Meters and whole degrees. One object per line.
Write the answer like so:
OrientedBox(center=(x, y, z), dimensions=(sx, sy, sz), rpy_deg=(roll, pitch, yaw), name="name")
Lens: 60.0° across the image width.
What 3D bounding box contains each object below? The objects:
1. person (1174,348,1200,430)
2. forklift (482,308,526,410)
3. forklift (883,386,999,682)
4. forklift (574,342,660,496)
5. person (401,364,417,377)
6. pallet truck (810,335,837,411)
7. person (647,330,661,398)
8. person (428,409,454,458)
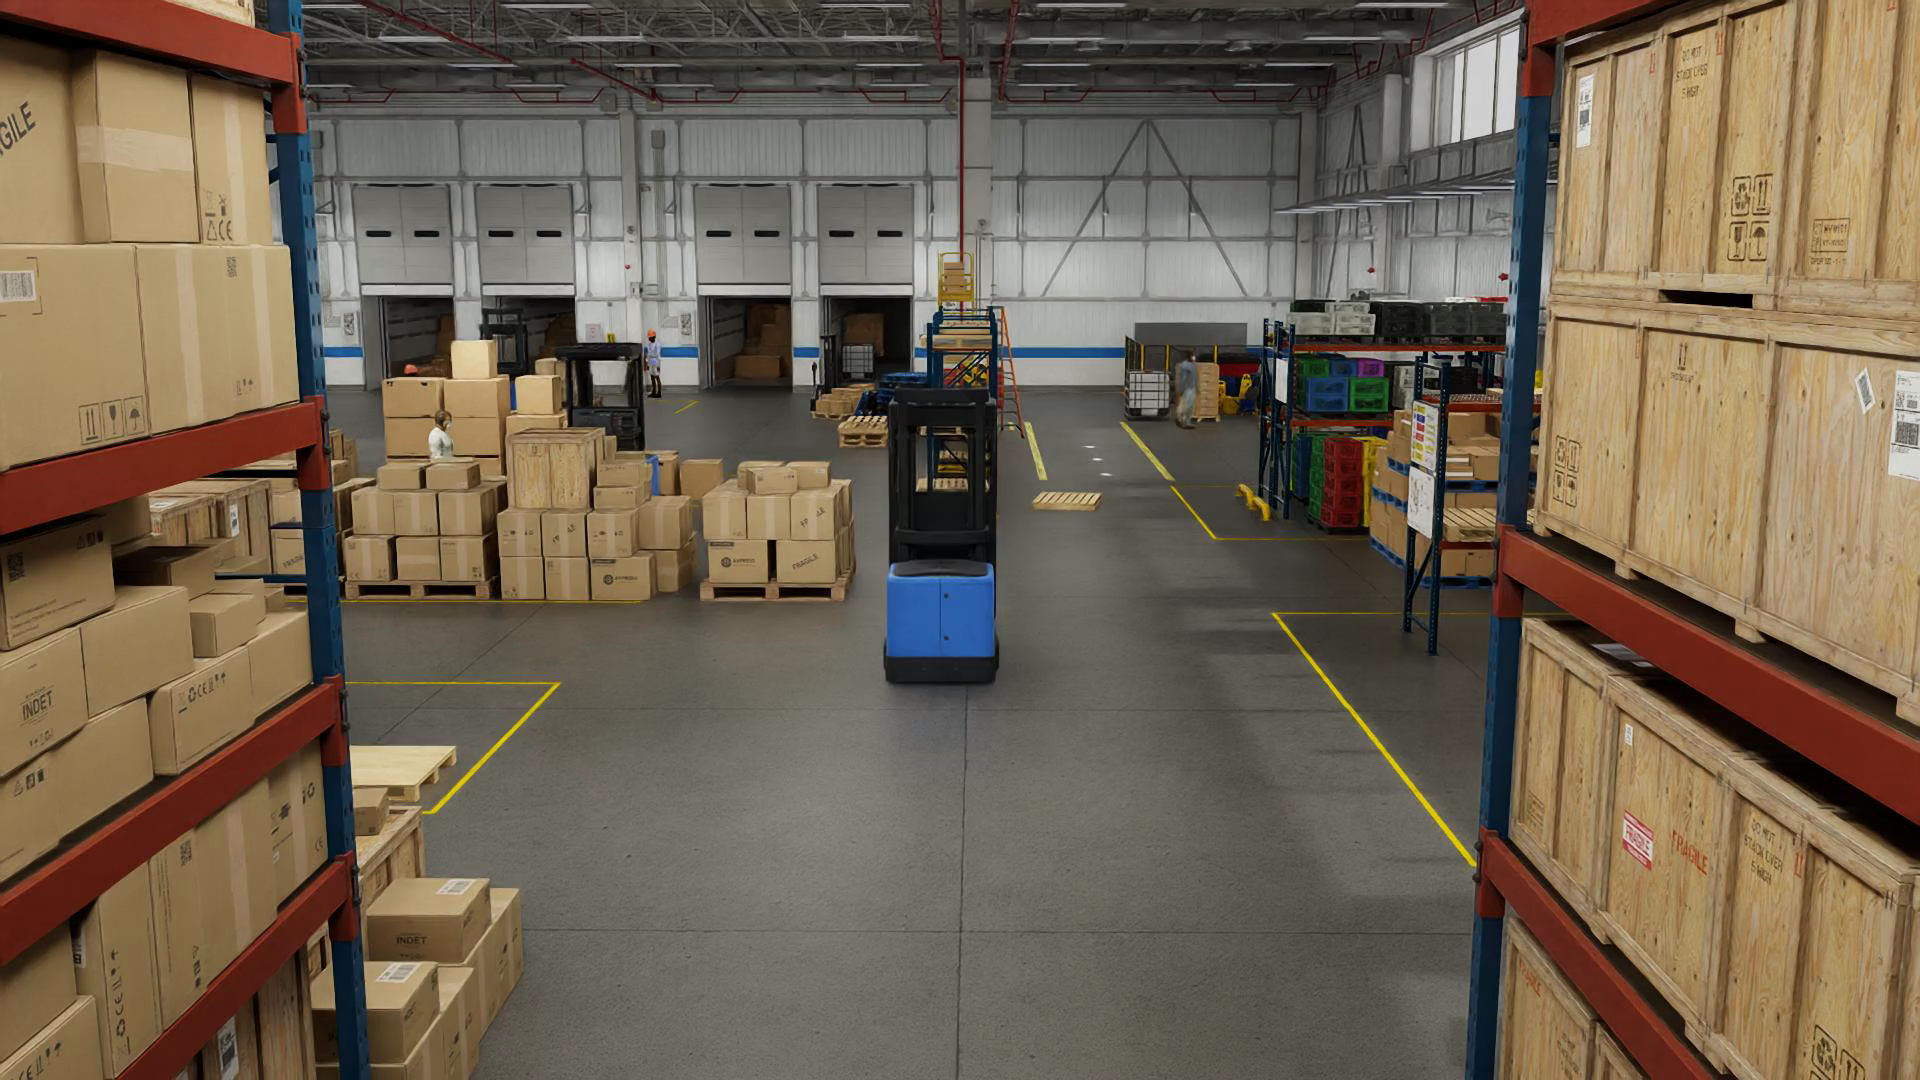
OrientedBox(center=(5.329, -3.499, 38.679), dimensions=(0.446, 1.922, 0.640), rpy_deg=(6, 11, 29), name="person")
OrientedBox(center=(-10.700, -4.063, 39.144), dimensions=(1.129, 2.768, 1.873), rpy_deg=(-3, 10, -15), name="forklift")
OrientedBox(center=(-0.179, -0.133, 16.472), dimensions=(1.129, 2.768, 1.873), rpy_deg=(0, 10, 1), name="forklift")
OrientedBox(center=(-5.084, -1.487, 24.283), dimensions=(1.129, 2.768, 1.873), rpy_deg=(0, 10, 1), name="forklift")
OrientedBox(center=(-10.828, -2.521, 33.012), dimensions=(0.437, 1.918, 0.554), rpy_deg=(-3, 10, -19), name="person")
OrientedBox(center=(-3.021, -4.312, 43.126), dimensions=(1.885, 1.965, 0.823), rpy_deg=(3, 10, 17), name="pallet truck")
OrientedBox(center=(-8.730, -5.005, 47.330), dimensions=(0.544, 1.929, 0.399), rpy_deg=(9, 14, 43), name="person")
OrientedBox(center=(-7.311, -0.889, 23.549), dimensions=(0.373, 1.939, 0.628), rpy_deg=(-1, 10, -6), name="person")
